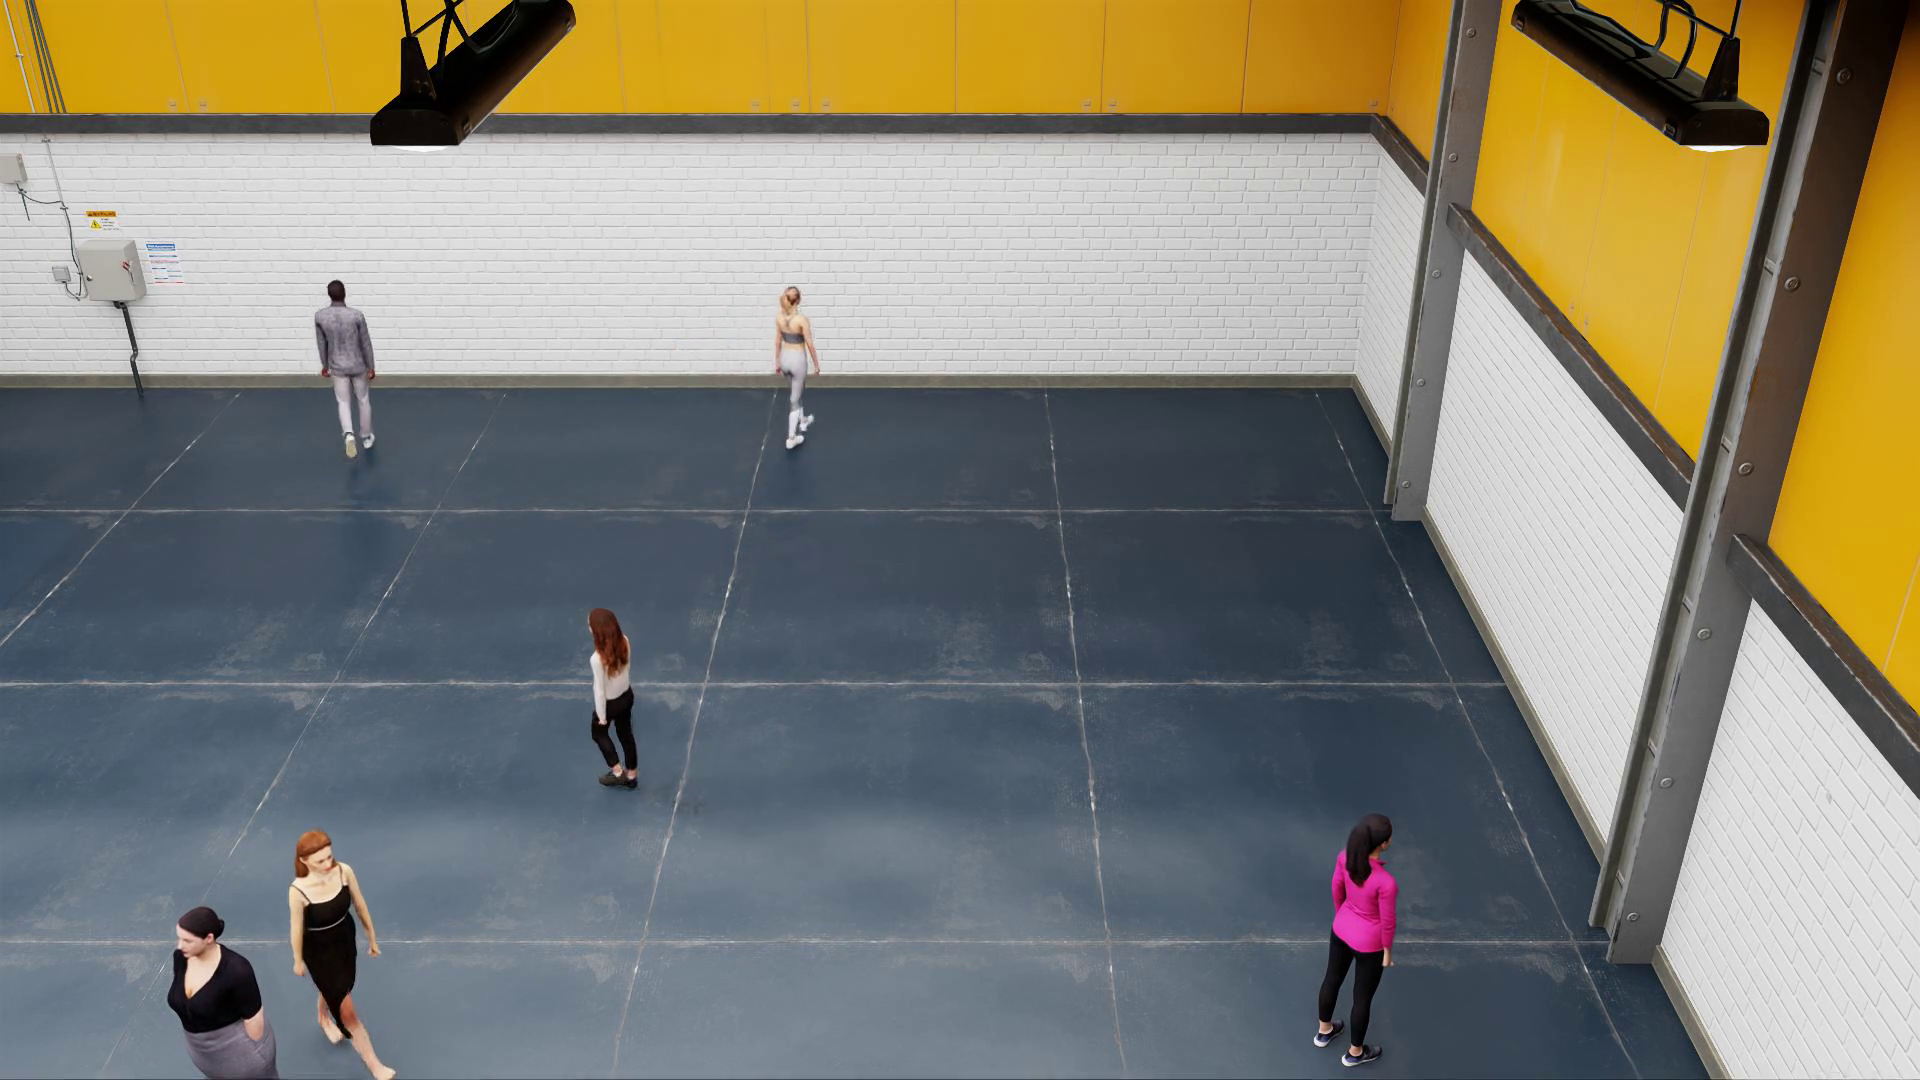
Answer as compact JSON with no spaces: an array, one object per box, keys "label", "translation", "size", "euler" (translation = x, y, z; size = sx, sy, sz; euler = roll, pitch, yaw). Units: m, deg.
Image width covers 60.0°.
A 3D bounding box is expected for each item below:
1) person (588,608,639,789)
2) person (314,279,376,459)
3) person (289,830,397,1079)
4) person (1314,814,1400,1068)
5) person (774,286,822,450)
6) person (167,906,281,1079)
[{"label":"person","translation":[-2.394,1.152,11.811],"size":[0.687,1.476,0.596],"euler":[17,33,28]},{"label":"person","translation":[-6.153,-1.692,16.665],"size":[0.812,1.822,1.017],"euler":[-5,29,-10]},{"label":"person","translation":[-3.667,2.311,9.578],"size":[1.052,1.581,1.078],"euler":[21,35,33]},{"label":"person","translation":[2.277,2.274,9.521],"size":[0.747,1.701,0.671],"euler":[-20,34,-32]},{"label":"person","translation":[-1.728,-1.728,16.877],"size":[0.831,1.682,0.982],"euler":[14,32,24]},{"label":"person","translation":[-3.856,2.630,8.808],"size":[0.757,1.759,0.758],"euler":[12,31,21]}]
